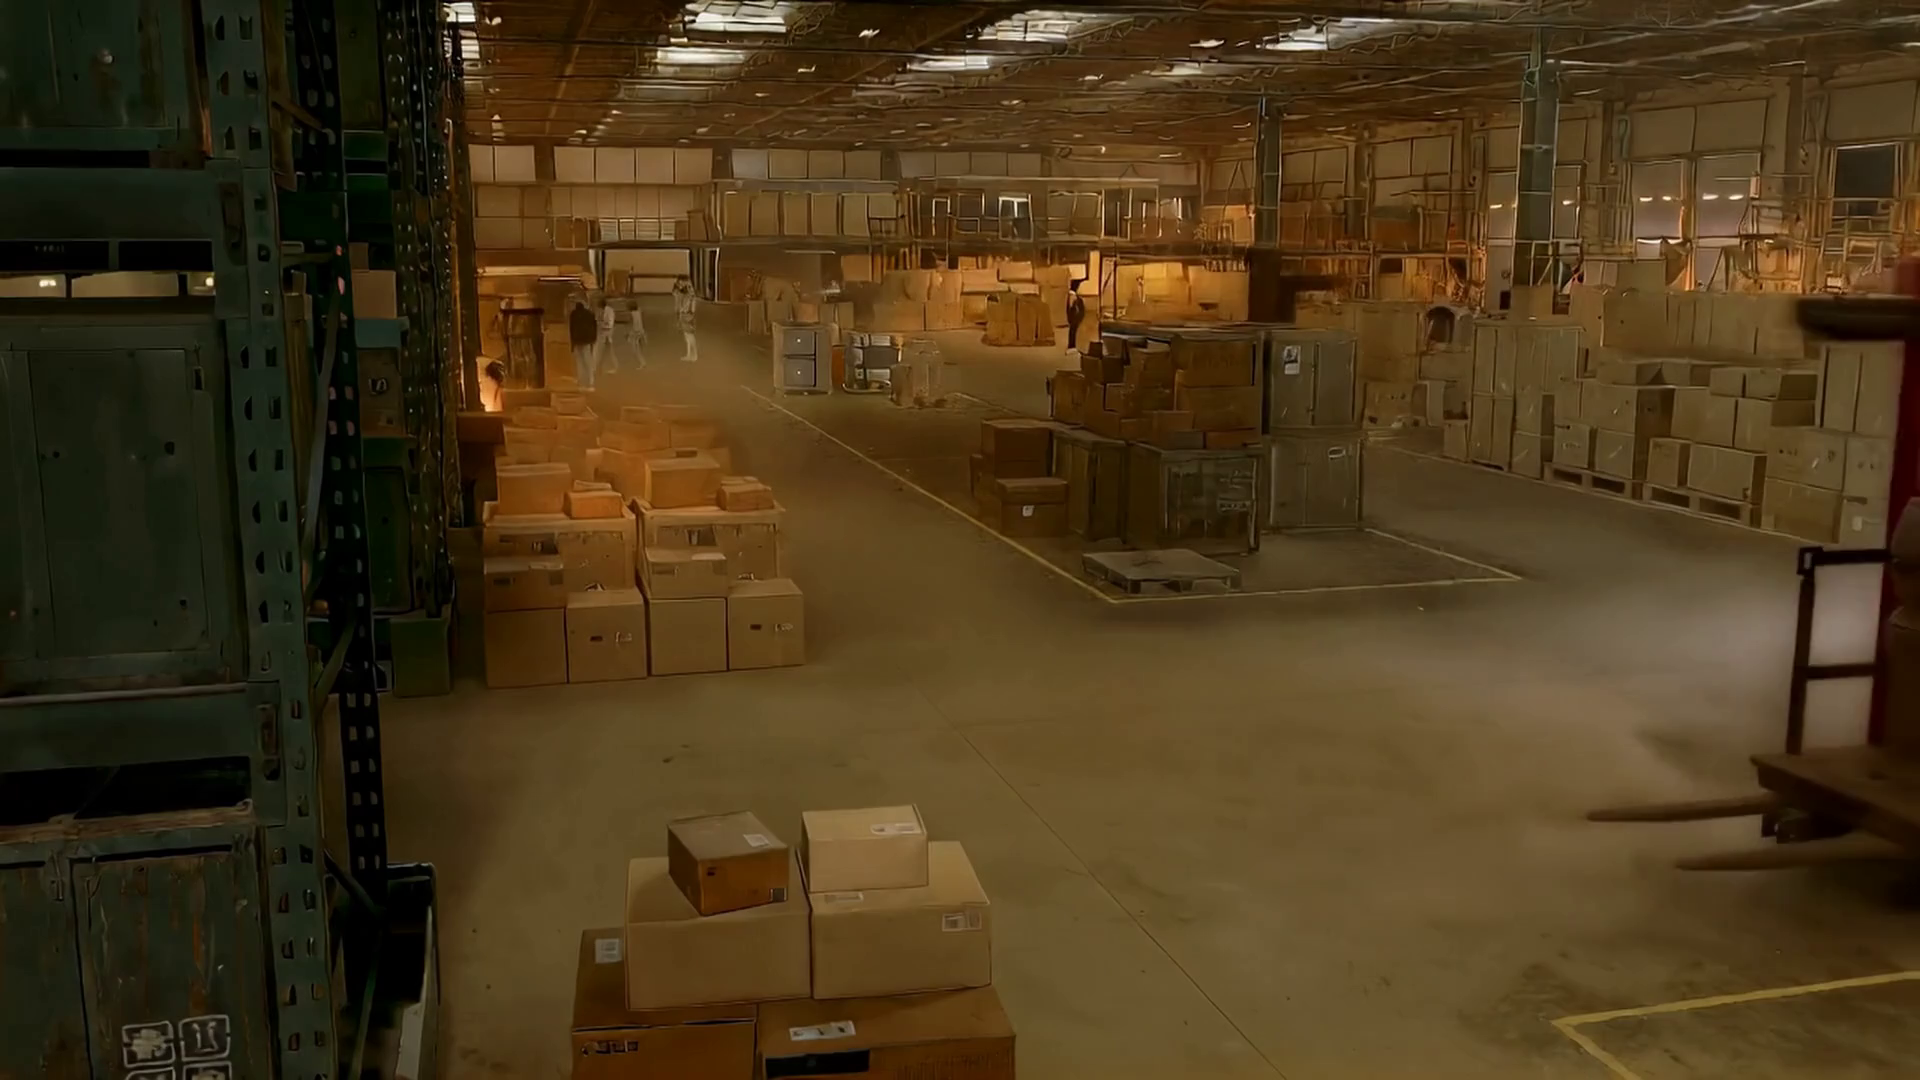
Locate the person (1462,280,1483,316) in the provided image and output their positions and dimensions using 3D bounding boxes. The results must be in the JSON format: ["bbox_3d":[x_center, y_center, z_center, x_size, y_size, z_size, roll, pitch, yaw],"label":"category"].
[{"bbox_3d":[16.212,-7.317,52.602,0.632,1.831,0.545,3,11,18],"label":"person"}]

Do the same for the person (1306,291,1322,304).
[{"bbox_3d":[11.773,-7.735,55.321,0.540,1.696,0.317,1,10,8],"label":"person"}]

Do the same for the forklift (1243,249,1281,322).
[{"bbox_3d":[4.357,-2.810,24.087,1.873,2.768,1.129,0,10,0],"label":"forklift"}]

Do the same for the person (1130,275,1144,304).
[{"bbox_3d":[6.466,-8.837,61.168,0.521,1.845,0.801,-10,14,-44],"label":"person"}]

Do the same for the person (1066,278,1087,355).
[{"bbox_3d":[3.097,-5.952,44.252,0.536,2.000,0.688,1,10,3],"label":"person"}]

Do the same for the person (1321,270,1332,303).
[{"bbox_3d":[15.049,-10.193,68.731,0.563,1.886,1.005,7,12,36],"label":"person"}]

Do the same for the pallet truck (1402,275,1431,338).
[{"bbox_3d":[14.620,-7.324,52.145,0.823,1.965,1.885,8,13,40],"label":"pallet truck"}]

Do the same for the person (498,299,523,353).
[{"bbox_3d":[-10.497,-4.803,38.851,0.534,1.647,0.881,-1,10,-6],"label":"person"}]

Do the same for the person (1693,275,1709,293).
[{"bbox_3d":[25.416,-8.127,57.017,0.926,1.889,0.596,-5,11,-26],"label":"person"}]

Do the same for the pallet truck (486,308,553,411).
[{"bbox_3d":[-6.242,-2.418,24.362,0.823,1.965,1.885,1,10,3],"label":"pallet truck"}]

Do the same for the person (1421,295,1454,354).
[{"bbox_3d":[9.645,-3.986,33.544,0.644,1.900,0.999,-2,10,-11],"label":"person"}]

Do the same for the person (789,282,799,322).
[{"bbox_3d":[-4.896,-6.753,49.438,0.994,1.818,0.549,4,11,23],"label":"person"}]

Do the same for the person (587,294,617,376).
[{"bbox_3d":[-7.927,-4.549,36.920,0.590,1.826,1.031,4,11,20],"label":"person"}]

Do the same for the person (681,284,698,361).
[{"bbox_3d":[-6.800,-5.455,41.743,0.366,1.935,0.549,-8,13,-38],"label":"person"}]

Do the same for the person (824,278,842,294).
[{"bbox_3d":[-3.907,-7.122,51.260,0.602,1.902,0.649,5,11,24],"label":"person"}]

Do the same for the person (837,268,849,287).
[{"bbox_3d":[-5.168,-11.086,73.591,0.630,1.944,0.477,4,11,23],"label":"person"}]

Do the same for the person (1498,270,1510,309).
[{"bbox_3d":[21.510,-9.657,65.526,1.033,1.944,0.625,7,12,34],"label":"person"}]

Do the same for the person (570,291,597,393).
[{"bbox_3d":[-7.415,-3.882,32.659,0.622,1.993,0.382,5,11,27],"label":"person"}]

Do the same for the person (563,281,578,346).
[{"bbox_3d":[-11.065,-6.453,47.521,0.565,1.882,1.019,0,10,0],"label":"person"}]

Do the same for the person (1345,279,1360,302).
[{"bbox_3d":[11.677,-6.748,49.098,0.661,1.917,0.702,-8,13,-40],"label":"person"}]

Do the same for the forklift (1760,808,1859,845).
[{"bbox_3d":[4.900,0.122,7.480,1.873,2.768,1.129,-3,10,-15],"label":"forklift"}]

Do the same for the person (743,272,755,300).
[{"bbox_3d":[-9.281,-10.868,72.937,0.550,1.737,0.751,1,10,4],"label":"person"}]

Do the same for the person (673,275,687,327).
[{"bbox_3d":[-9.830,-8.433,58.821,0.600,1.855,1.028,-1,10,-6],"label":"person"}]

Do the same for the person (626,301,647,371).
[{"bbox_3d":[-7.430,-4.701,38.369,0.544,1.623,0.517,-9,13,-41],"label":"person"}]

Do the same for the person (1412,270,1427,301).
[{"bbox_3d":[21.056,-11.482,76.238,0.623,1.810,0.885,1,10,4],"label":"person"}]

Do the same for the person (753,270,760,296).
[{"bbox_3d":[-9.252,-11.380,75.672,0.535,1.795,0.970,-9,13,-40],"label":"person"}]
